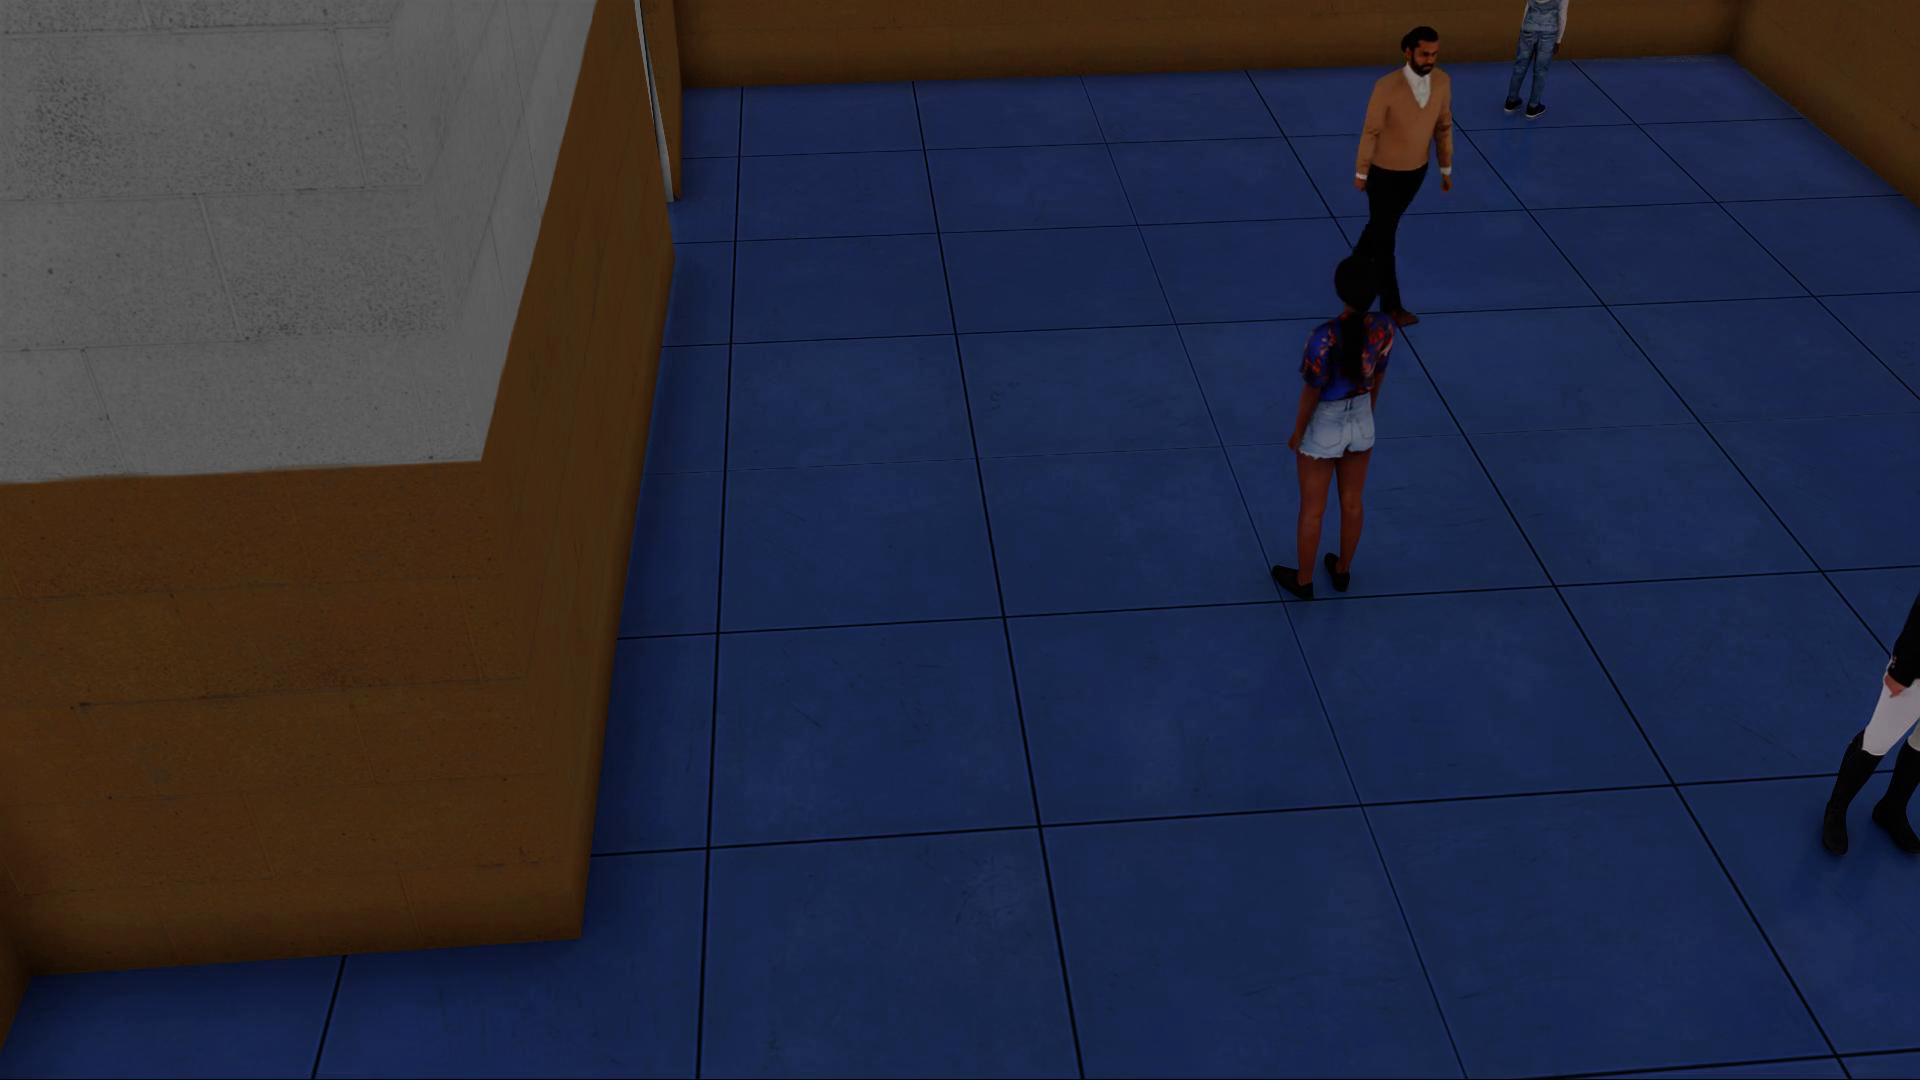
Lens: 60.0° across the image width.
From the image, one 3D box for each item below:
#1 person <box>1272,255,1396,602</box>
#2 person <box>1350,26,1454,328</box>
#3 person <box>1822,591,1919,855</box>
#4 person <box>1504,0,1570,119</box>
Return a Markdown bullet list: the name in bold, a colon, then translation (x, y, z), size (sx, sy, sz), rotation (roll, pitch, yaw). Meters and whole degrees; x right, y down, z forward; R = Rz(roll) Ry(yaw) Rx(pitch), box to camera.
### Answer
- **person**: translation (1.695, -0.487, 7.467), size (0.530, 1.750, 0.693), rotation (-11, 38, -14)
- **person**: translation (2.522, -2.184, 9.758), size (1.149, 1.709, 0.948), rotation (-15, 39, -19)
- **person**: translation (3.646, 0.484, 6.178), size (0.504, 1.729, 0.638), rotation (0, 37, 0)
- **person**: translation (4.257, -3.752, 12.227), size (0.552, 1.258, 0.616), rotation (24, 43, 29)
